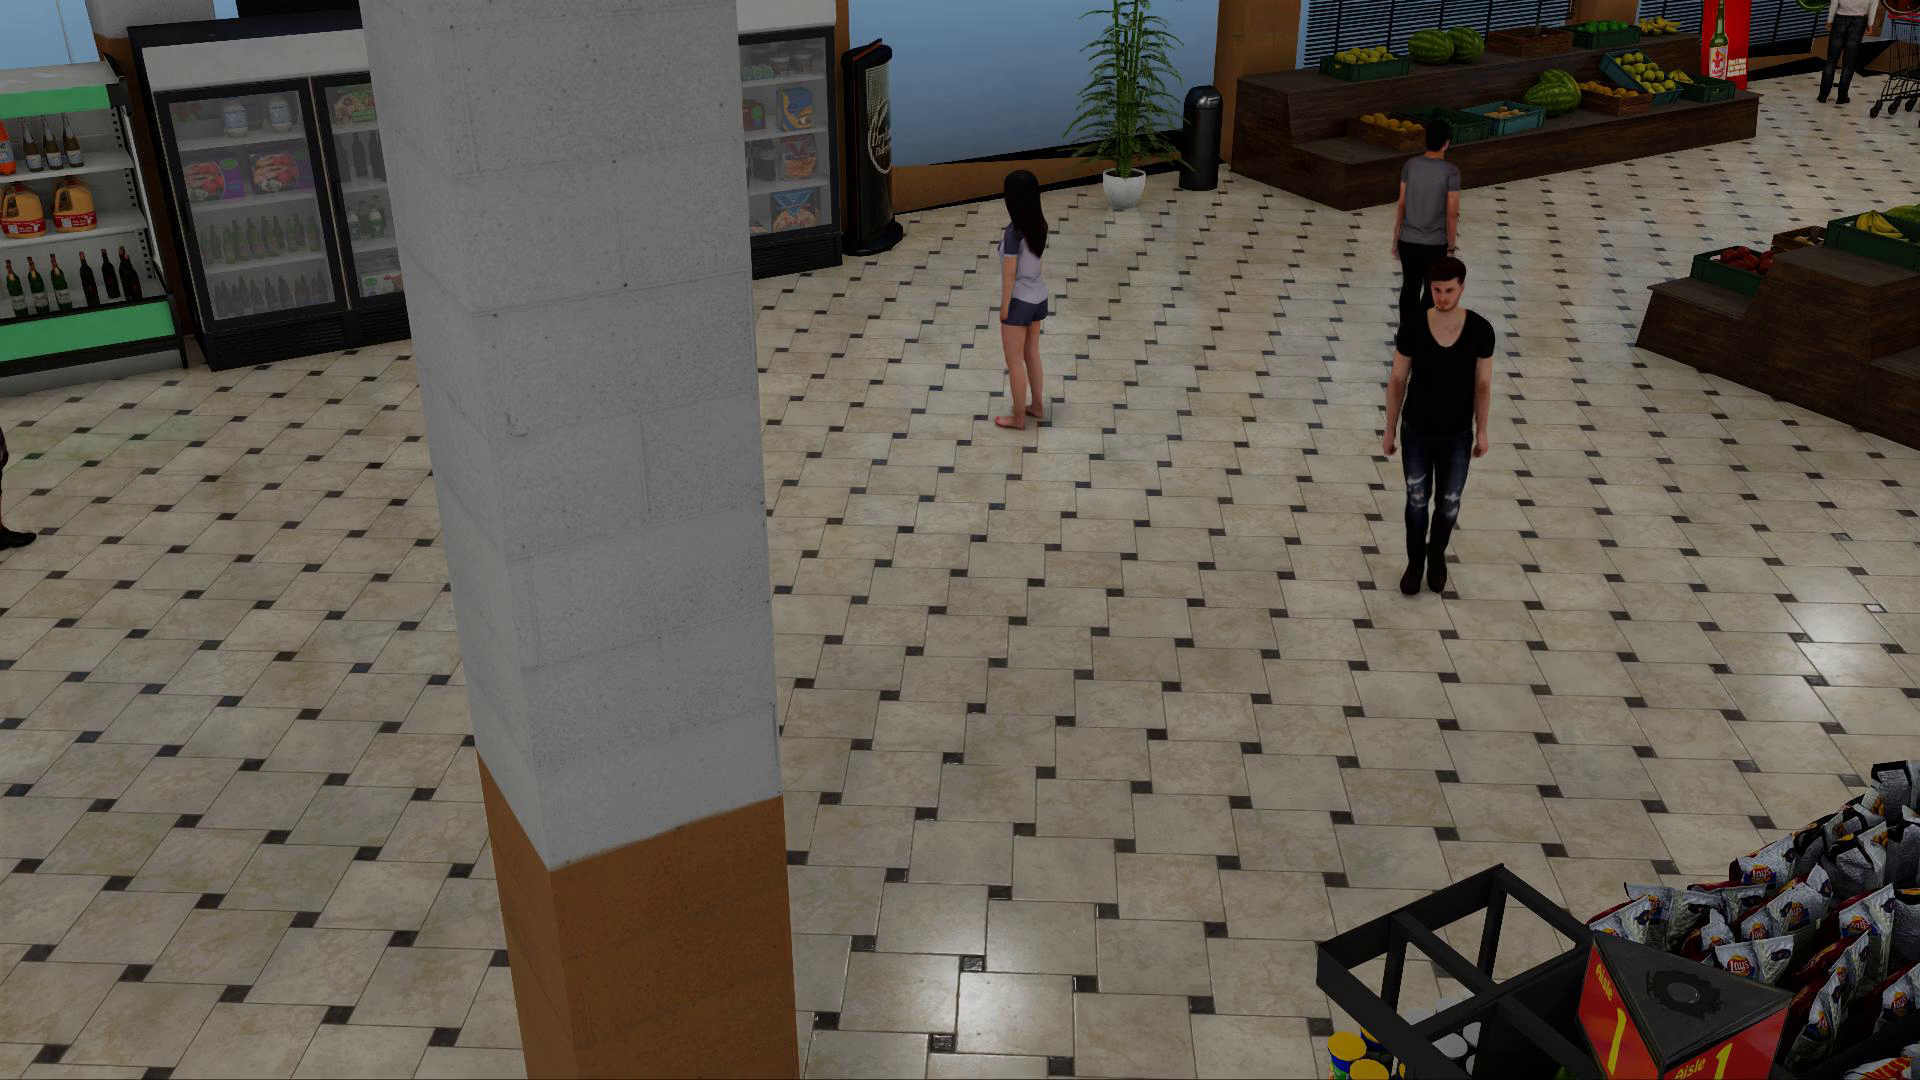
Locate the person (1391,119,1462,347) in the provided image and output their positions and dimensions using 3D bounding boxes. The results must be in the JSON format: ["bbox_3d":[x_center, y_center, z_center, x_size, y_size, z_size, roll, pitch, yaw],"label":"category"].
[{"bbox_3d":[3.289,-2.108,11.904,0.836,1.737,1.072,21,33,35],"label":"person"}]

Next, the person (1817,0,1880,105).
[{"bbox_3d":[10.539,-6.108,19.711,0.743,1.811,0.727,16,31,29],"label":"person"}]

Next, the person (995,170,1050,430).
[{"bbox_3d":[0.413,-1.569,10.877,0.724,1.706,0.619,14,30,25],"label":"person"}]

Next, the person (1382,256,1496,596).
[{"bbox_3d":[2.529,-0.619,8.811,0.820,1.879,0.865,8,28,16],"label":"person"}]
